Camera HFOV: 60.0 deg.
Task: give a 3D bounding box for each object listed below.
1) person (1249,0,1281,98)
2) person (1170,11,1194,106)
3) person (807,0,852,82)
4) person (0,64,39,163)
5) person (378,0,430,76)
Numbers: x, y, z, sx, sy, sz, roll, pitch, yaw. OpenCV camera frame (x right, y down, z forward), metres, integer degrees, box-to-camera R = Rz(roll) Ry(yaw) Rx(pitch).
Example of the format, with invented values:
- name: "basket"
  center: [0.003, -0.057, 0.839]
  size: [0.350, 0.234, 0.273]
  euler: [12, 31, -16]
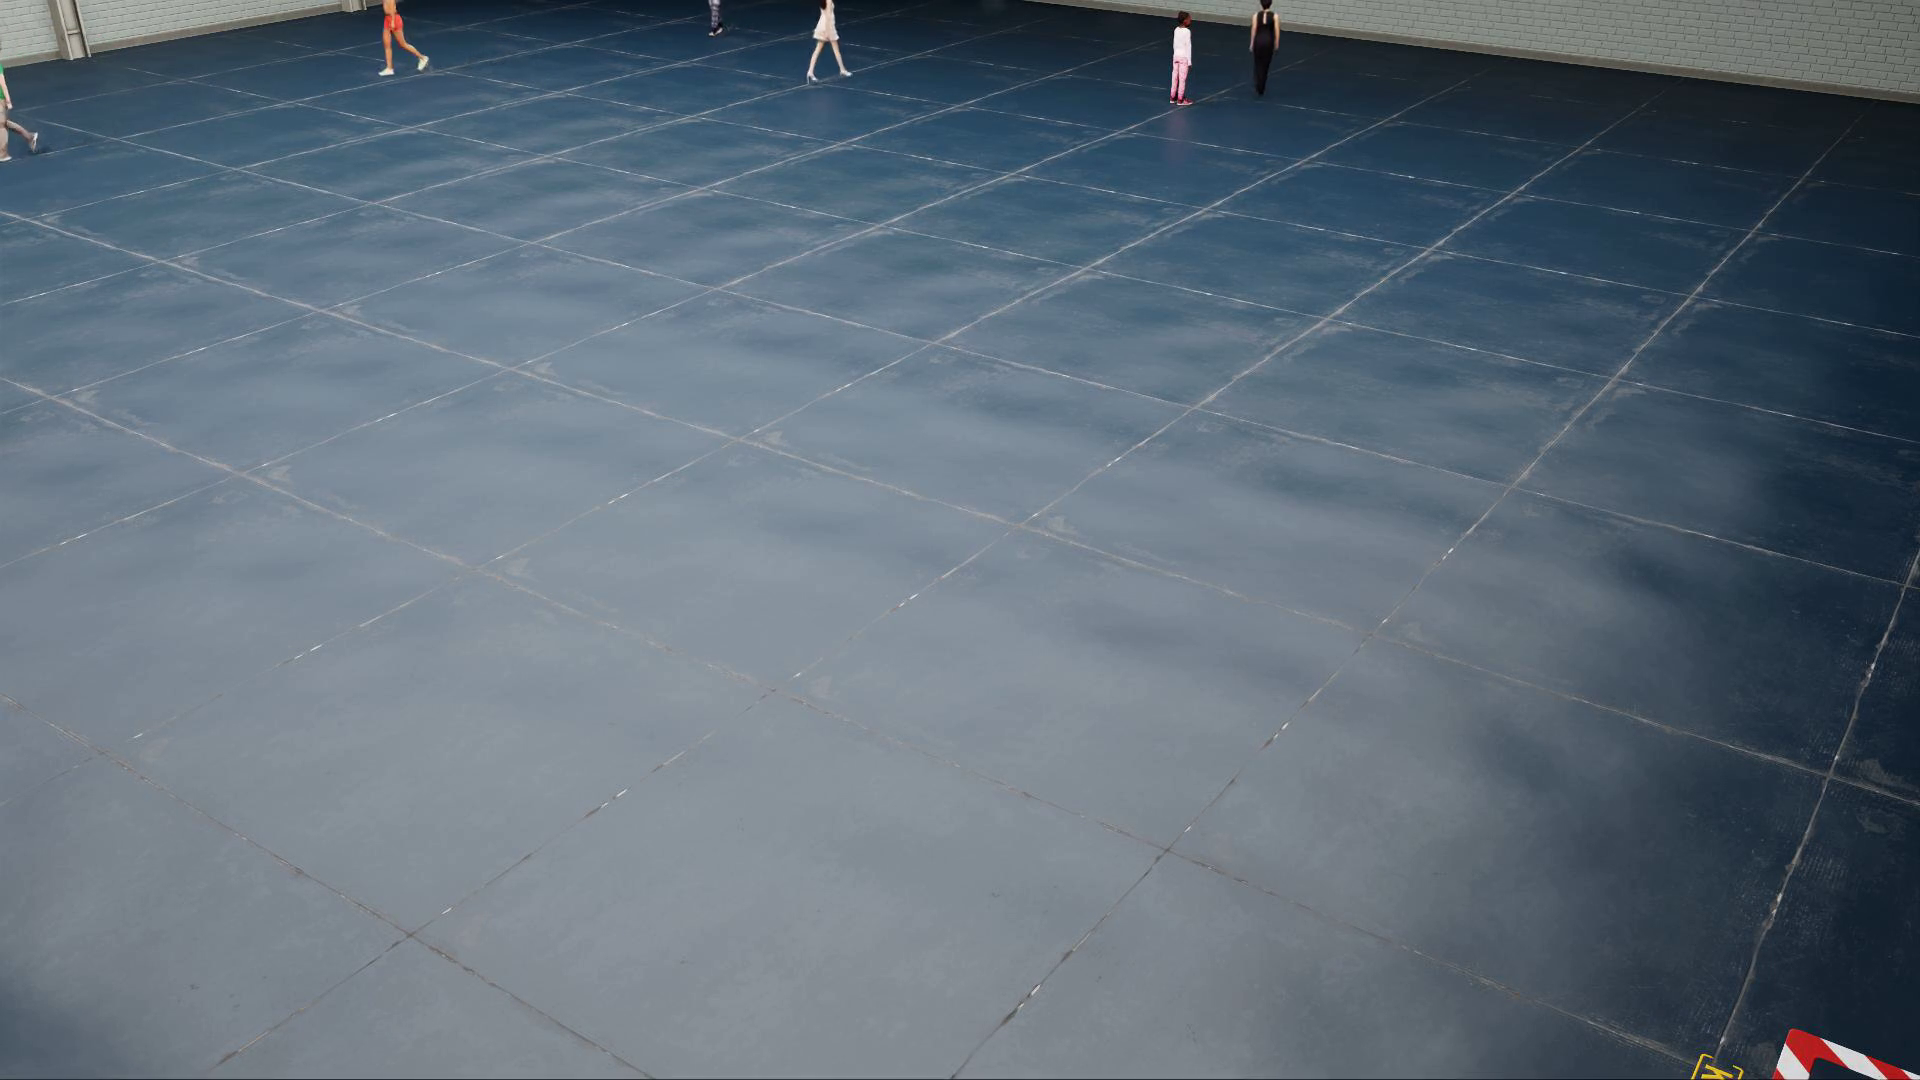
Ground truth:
- name: "person"
  center: [4.891, -7.955, 26.877]
  size: [0.811, 1.563, 1.059]
  euler: [9, 28, 16]
- name: "person"
  center: [3.534, -7.692, 26.496]
  size: [0.611, 1.444, 0.619]
  euler: [-15, 31, -27]
- name: "person"
  center: [-2.324, -8.491, 27.785]
  size: [1.129, 1.684, 0.859]
  euler: [-16, 31, -28]
- name: "person"
  center: [-13.421, -6.180, 23.360]
  size: [0.627, 1.626, 1.041]
  euler: [15, 31, 26]
- name: "person"
  center: [-9.577, -8.834, 28.369]
  size: [1.176, 1.760, 0.872]
  euler: [-17, 32, -29]
